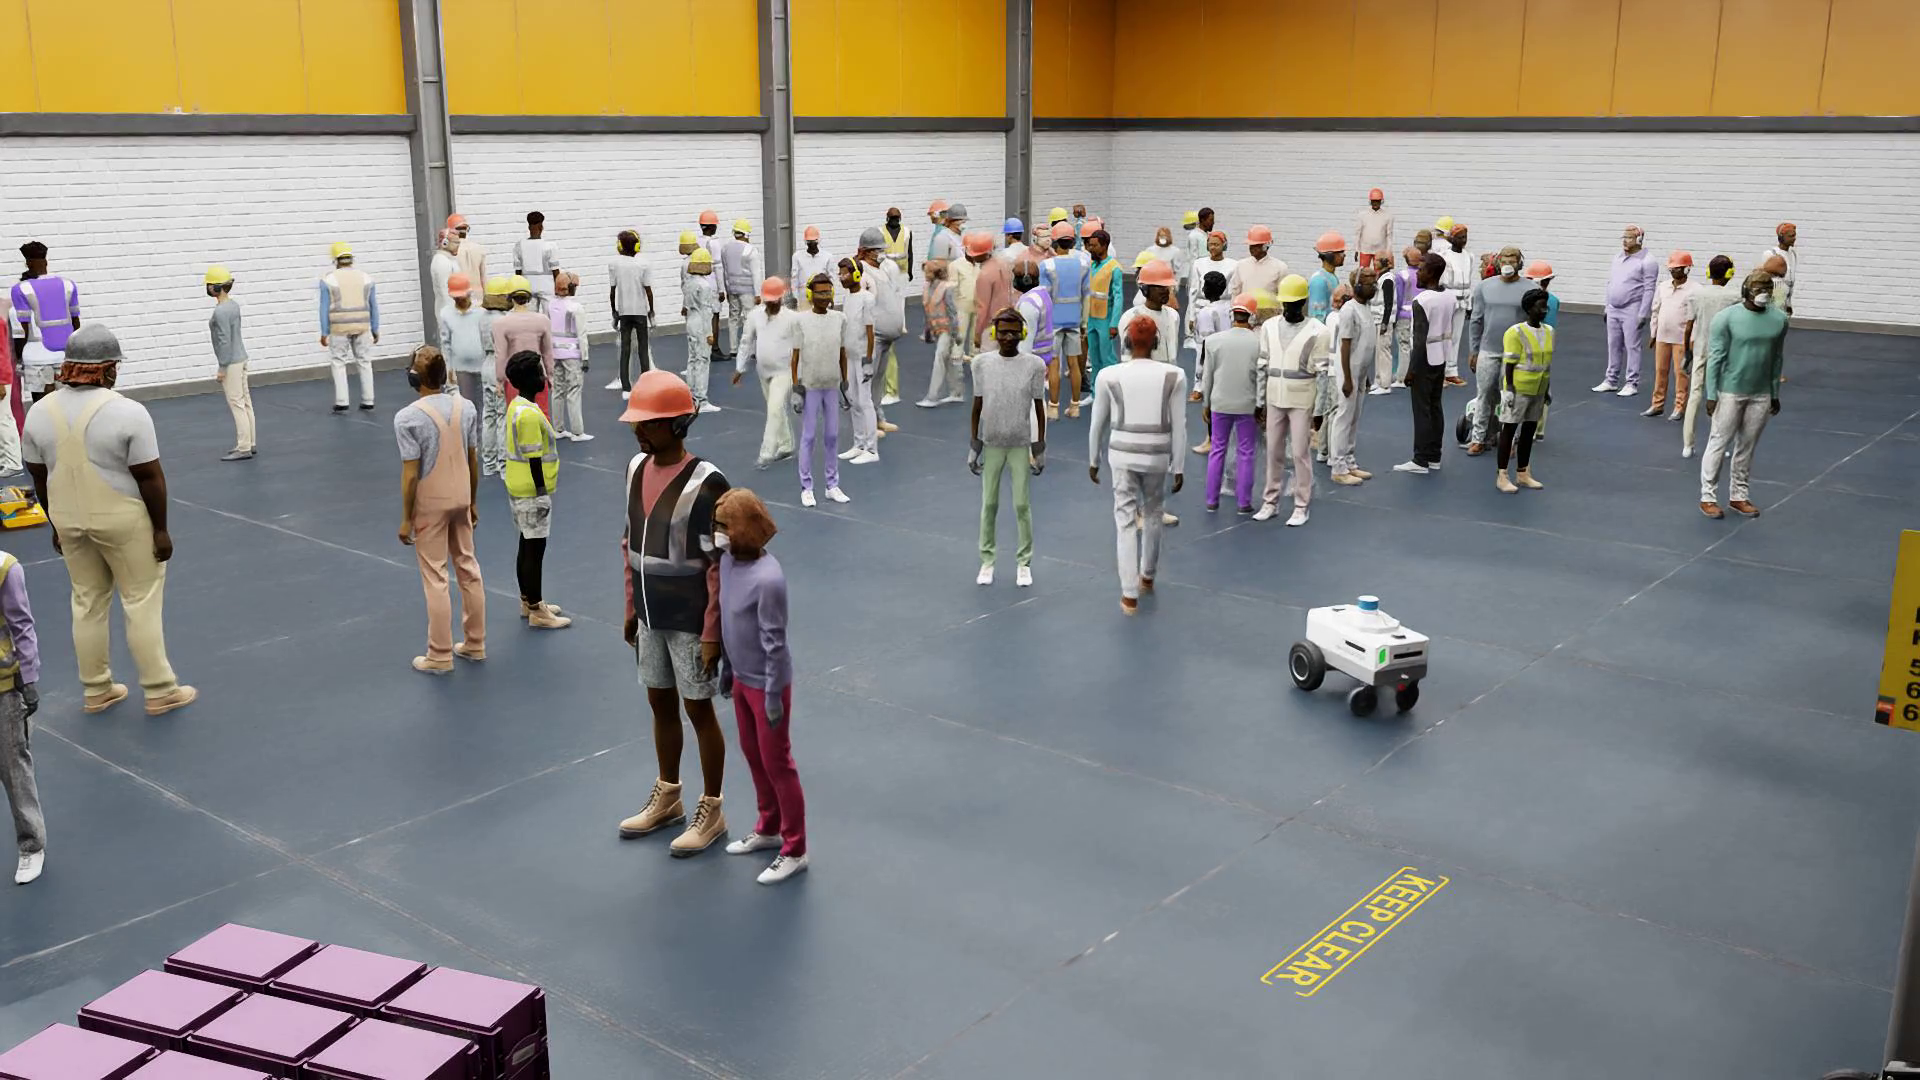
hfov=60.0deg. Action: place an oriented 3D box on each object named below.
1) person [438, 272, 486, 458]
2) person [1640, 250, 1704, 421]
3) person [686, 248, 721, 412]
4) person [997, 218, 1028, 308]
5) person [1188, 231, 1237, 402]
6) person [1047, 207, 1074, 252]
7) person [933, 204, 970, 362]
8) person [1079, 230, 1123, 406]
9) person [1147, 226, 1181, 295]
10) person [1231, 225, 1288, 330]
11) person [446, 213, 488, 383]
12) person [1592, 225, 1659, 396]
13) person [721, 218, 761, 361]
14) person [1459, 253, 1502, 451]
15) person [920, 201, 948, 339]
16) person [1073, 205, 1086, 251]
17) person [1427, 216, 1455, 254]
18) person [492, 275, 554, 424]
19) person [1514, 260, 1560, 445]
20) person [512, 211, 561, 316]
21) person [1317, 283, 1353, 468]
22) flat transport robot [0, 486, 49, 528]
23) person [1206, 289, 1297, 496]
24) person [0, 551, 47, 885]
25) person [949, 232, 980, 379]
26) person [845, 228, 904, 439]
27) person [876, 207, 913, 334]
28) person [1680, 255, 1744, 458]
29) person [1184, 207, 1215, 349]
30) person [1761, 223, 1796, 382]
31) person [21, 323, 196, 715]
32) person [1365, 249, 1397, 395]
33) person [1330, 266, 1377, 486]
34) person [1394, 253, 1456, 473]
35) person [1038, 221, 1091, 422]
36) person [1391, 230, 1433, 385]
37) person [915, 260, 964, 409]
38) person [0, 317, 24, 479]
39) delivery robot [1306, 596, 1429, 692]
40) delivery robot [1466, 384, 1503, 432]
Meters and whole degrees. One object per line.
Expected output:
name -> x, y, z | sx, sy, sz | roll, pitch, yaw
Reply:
person -> -4.465, -1.621, 15.316 | 0.604, 1.717, 0.586 | 1, 14, 3
person -> 7.373, -2.110, 17.187 | 0.332, 1.749, 0.573 | -9, 17, -32
person -> -2.747, -2.232, 17.720 | 0.335, 1.734, 0.482 | -8, 16, -28
person -> 0.650, -2.816, 19.635 | 0.608, 1.940, 0.417 | -12, 18, -40
person -> 2.782, -2.434, 18.224 | 0.573, 1.883, 0.355 | 6, 15, 23
person -> 1.357, -3.522, 22.482 | 0.373, 1.925, 0.585 | 4, 14, 14
person -> -0.023, -3.253, 21.171 | 0.536, 2.000, 0.674 | 7, 16, 26
person -> 1.525, -2.358, 17.845 | 0.376, 1.917, 0.600 | -8, 16, -28
person -> 2.851, -3.584, 23.347 | 0.525, 1.619, 0.504 | 7, 16, 25
person -> 3.119, -2.296, 17.454 | 0.623, 1.987, 0.396 | 9, 16, 31
person -> -5.855, -2.848, 19.650 | 0.386, 1.992, 0.622 | 11, 18, 38
person -> 7.510, -2.584, 18.772 | 0.410, 1.909, 0.642 | -6, 15, -24
person -> -2.817, -3.243, 21.569 | 0.591, 1.826, 0.403 | 8, 16, 29
person -> 4.967, -1.756, 15.587 | 0.386, 1.845, 0.567 | 9, 16, 31
person -> -0.256, -3.812, 23.597 | 0.608, 1.952, 0.667 | -2, 14, -9
person -> 2.123, -5.090, 29.349 | 0.313, 1.634, 0.514 | 3, 14, 10
person -> 6.346, -3.350, 21.982 | 0.404, 1.829, 0.600 | -6, 15, -22
person -> -3.724, -1.369, 14.204 | 0.533, 1.767, 0.326 | -11, 18, -36
person -> 5.475, -1.783, 15.880 | 0.326, 1.751, 0.559 | 11, 18, 38
person -> -5.263, -3.122, 20.821 | 0.603, 1.956, 0.367 | 2, 14, 7
person -> 3.387, -1.466, 14.849 | 0.310, 1.638, 0.523 | -2, 14, -8
flat transport robot -> -7.711, -0.191, 12.525 | 1.431, 0.197, 0.652 | -10, 17, -34
person -> 2.461, -1.187, 13.583 | 0.749, 1.713, 0.487 | 8, 16, 28
person -> -3.940, 0.592, 6.628 | 0.523, 1.636, 0.309 | -2, 14, -7
person -> 0.132, -2.816, 20.009 | 0.573, 1.749, 0.338 | -9, 17, -33
person -> -0.813, -2.030, 16.285 | 0.537, 2.000, 0.682 | 4, 15, 17
person -> -0.979, -3.926, 24.274 | 0.619, 1.841, 0.430 | -3, 14, -13
person -> 6.859, -1.664, 15.186 | 0.520, 1.865, 0.328 | 11, 18, 38
person -> 3.269, -3.578, 22.744 | 0.384, 1.910, 0.594 | 9, 16, 31
person -> 9.656, -2.798, 19.675 | 0.572, 1.883, 0.355 | -9, 17, -33
person -> -4.372, -0.108, 8.605 | 0.688, 2.000, 0.536 | 2, 14, 8
person -> 4.777, -2.462, 18.826 | 0.311, 1.638, 0.523 | 1, 14, 5
person -> 3.362, -1.395, 14.145 | 0.344, 1.847, 0.507 | 8, 16, 31
person -> 4.112, -1.546, 14.593 | 0.382, 1.921, 0.596 | 13, 19, 41
person -> 1.037, -2.242, 17.125 | 0.615, 2.042, 0.374 | -7, 16, -25
person -> 5.298, -2.674, 19.305 | 0.554, 1.821, 0.522 | -13, 19, -43
person -> -0.238, -2.229, 18.000 | 0.726, 1.584, 0.538 | -9, 16, -31
person -> -8.416, -1.403, 14.394 | 0.573, 1.739, 0.355 | 12, 18, 39
delivery robot -> 2.161, 0.540, 8.839 | 0.477, 0.478, 0.707 | -6, 15, -22
delivery robot -> 5.157, -1.278, 16.103 | 0.477, 0.478, 0.707 | 9, 16, 31
